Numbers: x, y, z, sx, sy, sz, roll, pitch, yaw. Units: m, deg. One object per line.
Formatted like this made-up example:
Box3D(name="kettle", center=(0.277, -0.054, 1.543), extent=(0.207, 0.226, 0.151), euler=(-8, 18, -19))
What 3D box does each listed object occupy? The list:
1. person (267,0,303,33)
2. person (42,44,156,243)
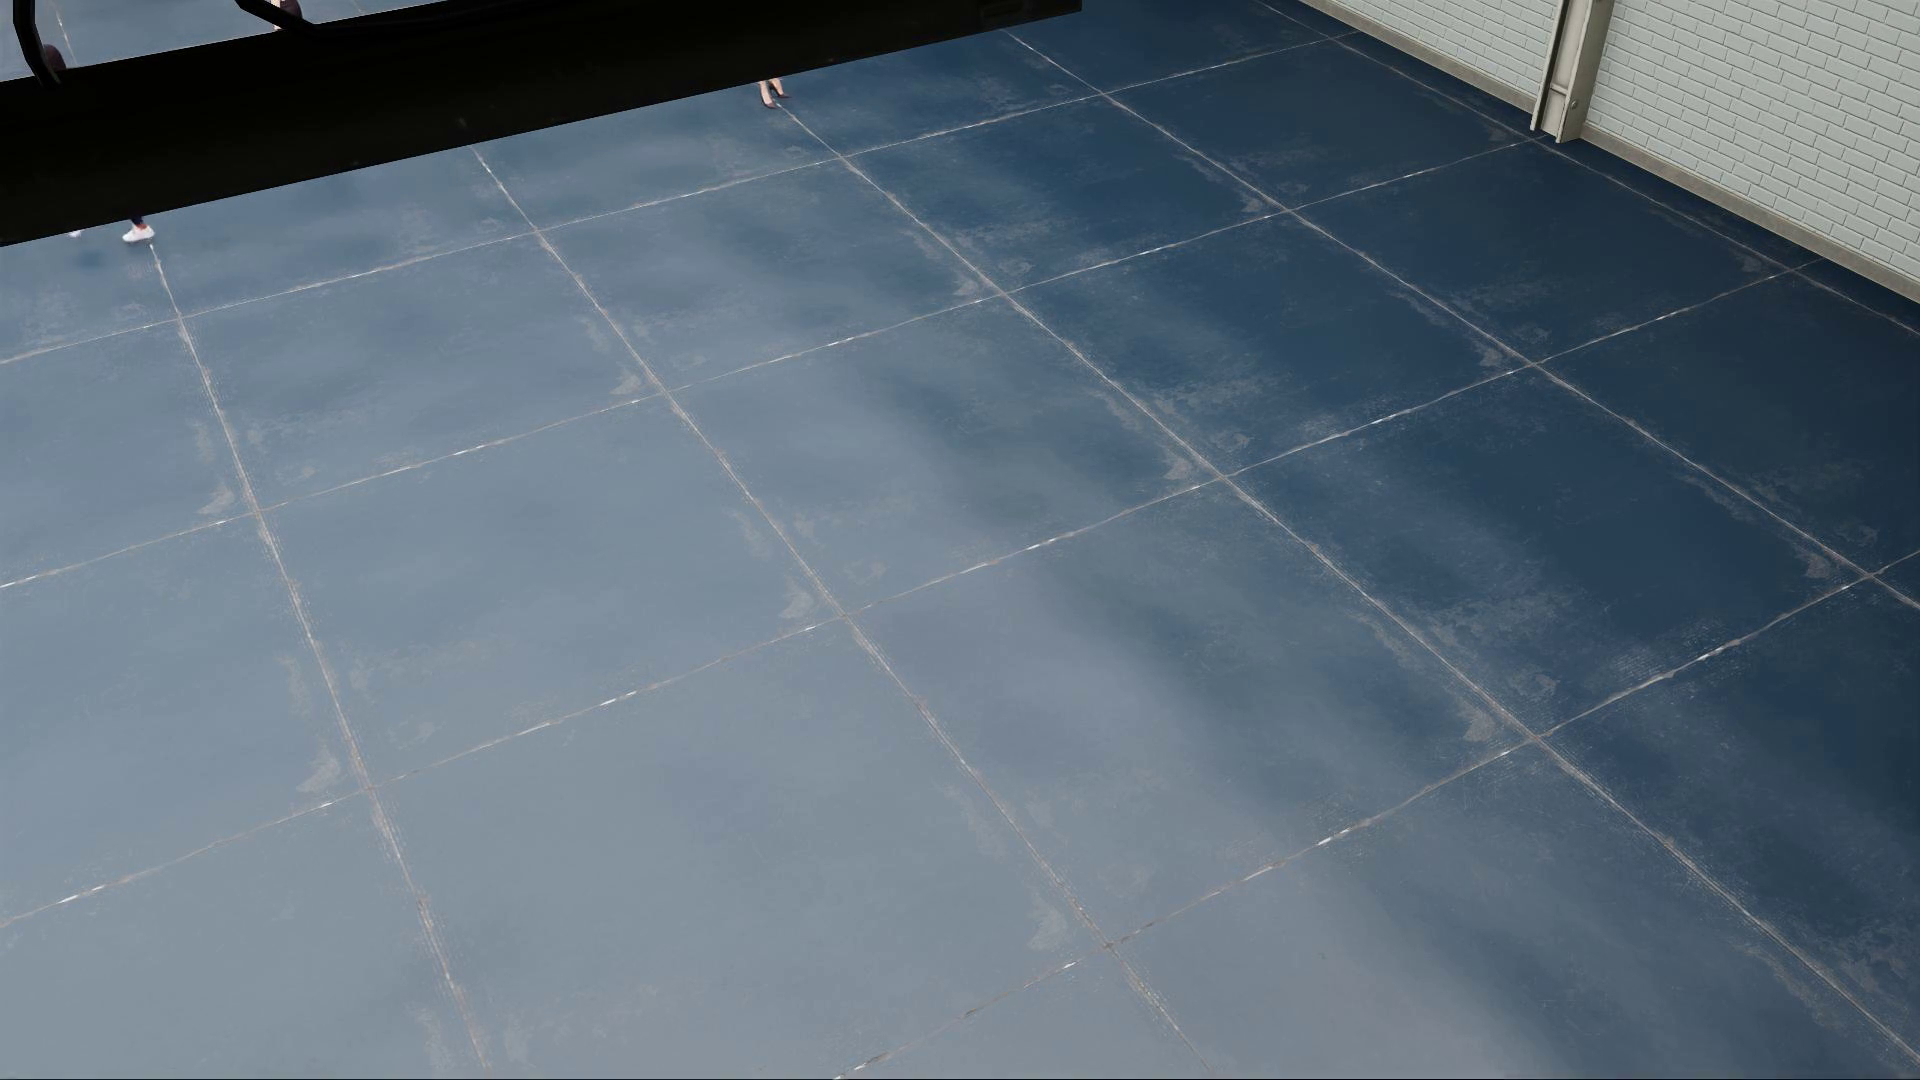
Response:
Box3D(name="person", center=(-6.680, -5.205, 16.497), extent=(0.689, 1.650, 0.588), euler=(0, 38, 0))
Box3D(name="person", center=(-7.290, -3.260, 13.945), extent=(1.039, 1.732, 1.158), euler=(-1, 38, -1))
